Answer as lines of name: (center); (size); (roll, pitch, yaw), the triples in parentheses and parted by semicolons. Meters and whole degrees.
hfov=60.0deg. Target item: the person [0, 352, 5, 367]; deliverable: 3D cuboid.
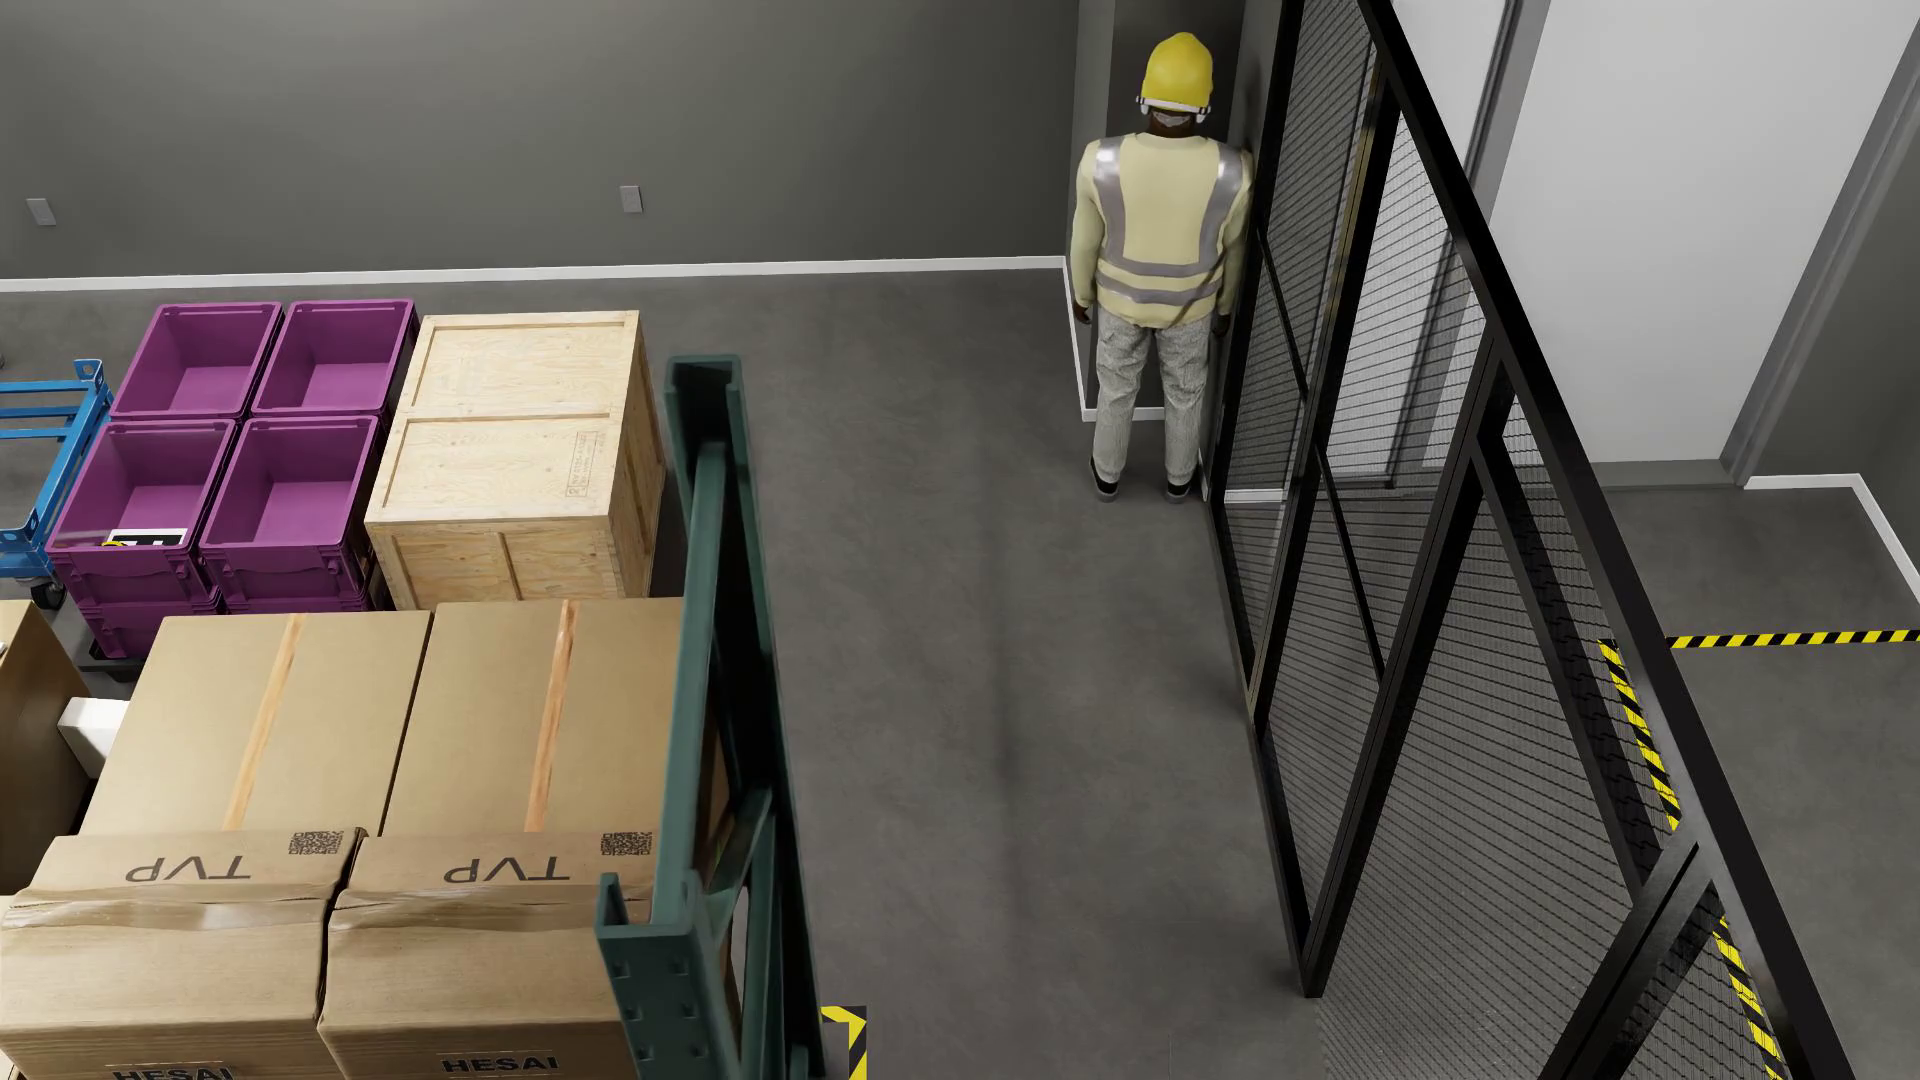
person: (-4.036, -1.277, 5.975); (0.375, 1.940, 0.627); (-2, 46, -2)

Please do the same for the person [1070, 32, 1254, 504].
person: (0.665, -0.860, 5.649); (0.591, 1.834, 0.404); (5, 47, 5)
